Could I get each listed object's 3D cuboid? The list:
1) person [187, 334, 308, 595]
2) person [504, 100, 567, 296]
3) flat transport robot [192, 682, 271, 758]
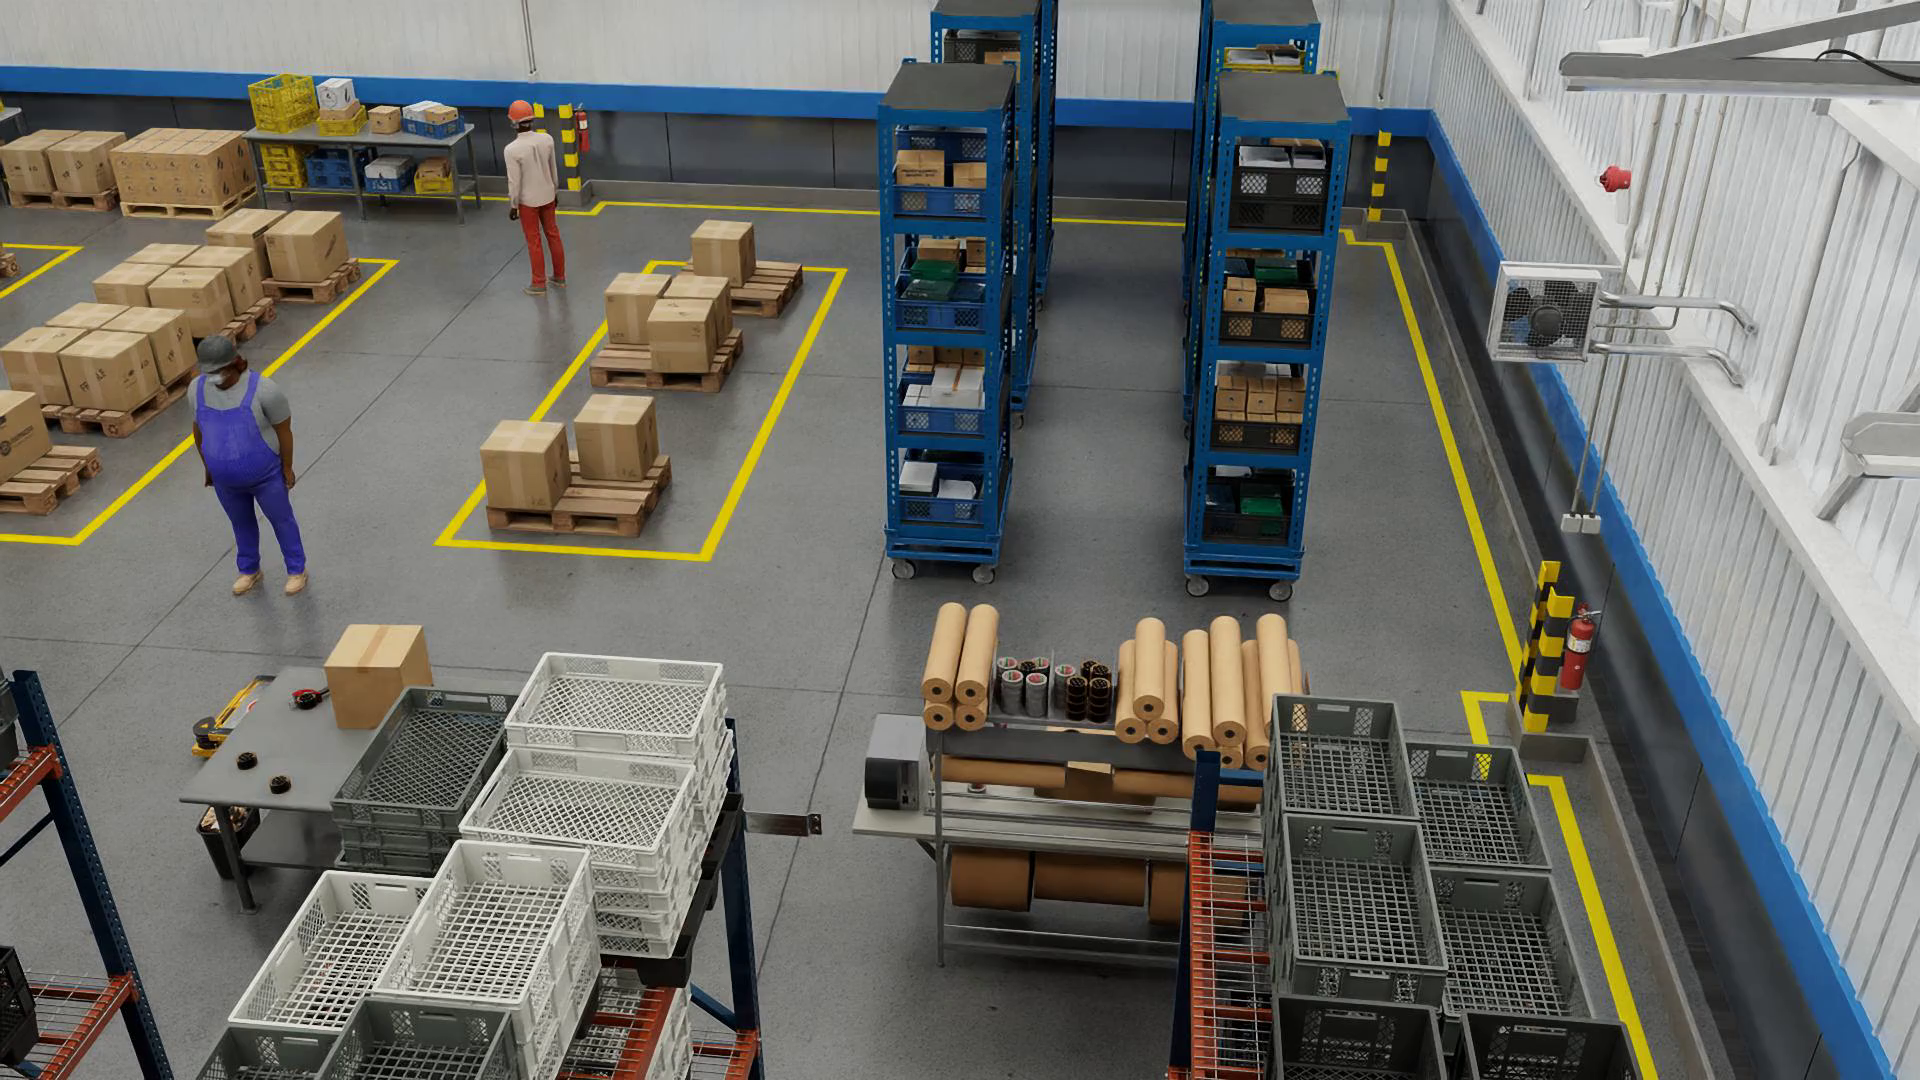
[{"bbox_3d":[-5.079,-0.519,11.806,0.686,2.000,0.536,1,30,2],"label":"person"},{"bbox_3d":[-4.341,-3.481,16.938,0.376,1.995,0.610,22,36,32],"label":"person"},{"bbox_3d":[-4.089,1.163,10.648,1.431,0.197,0.652,3,30,6],"label":"flat transport robot"}]
